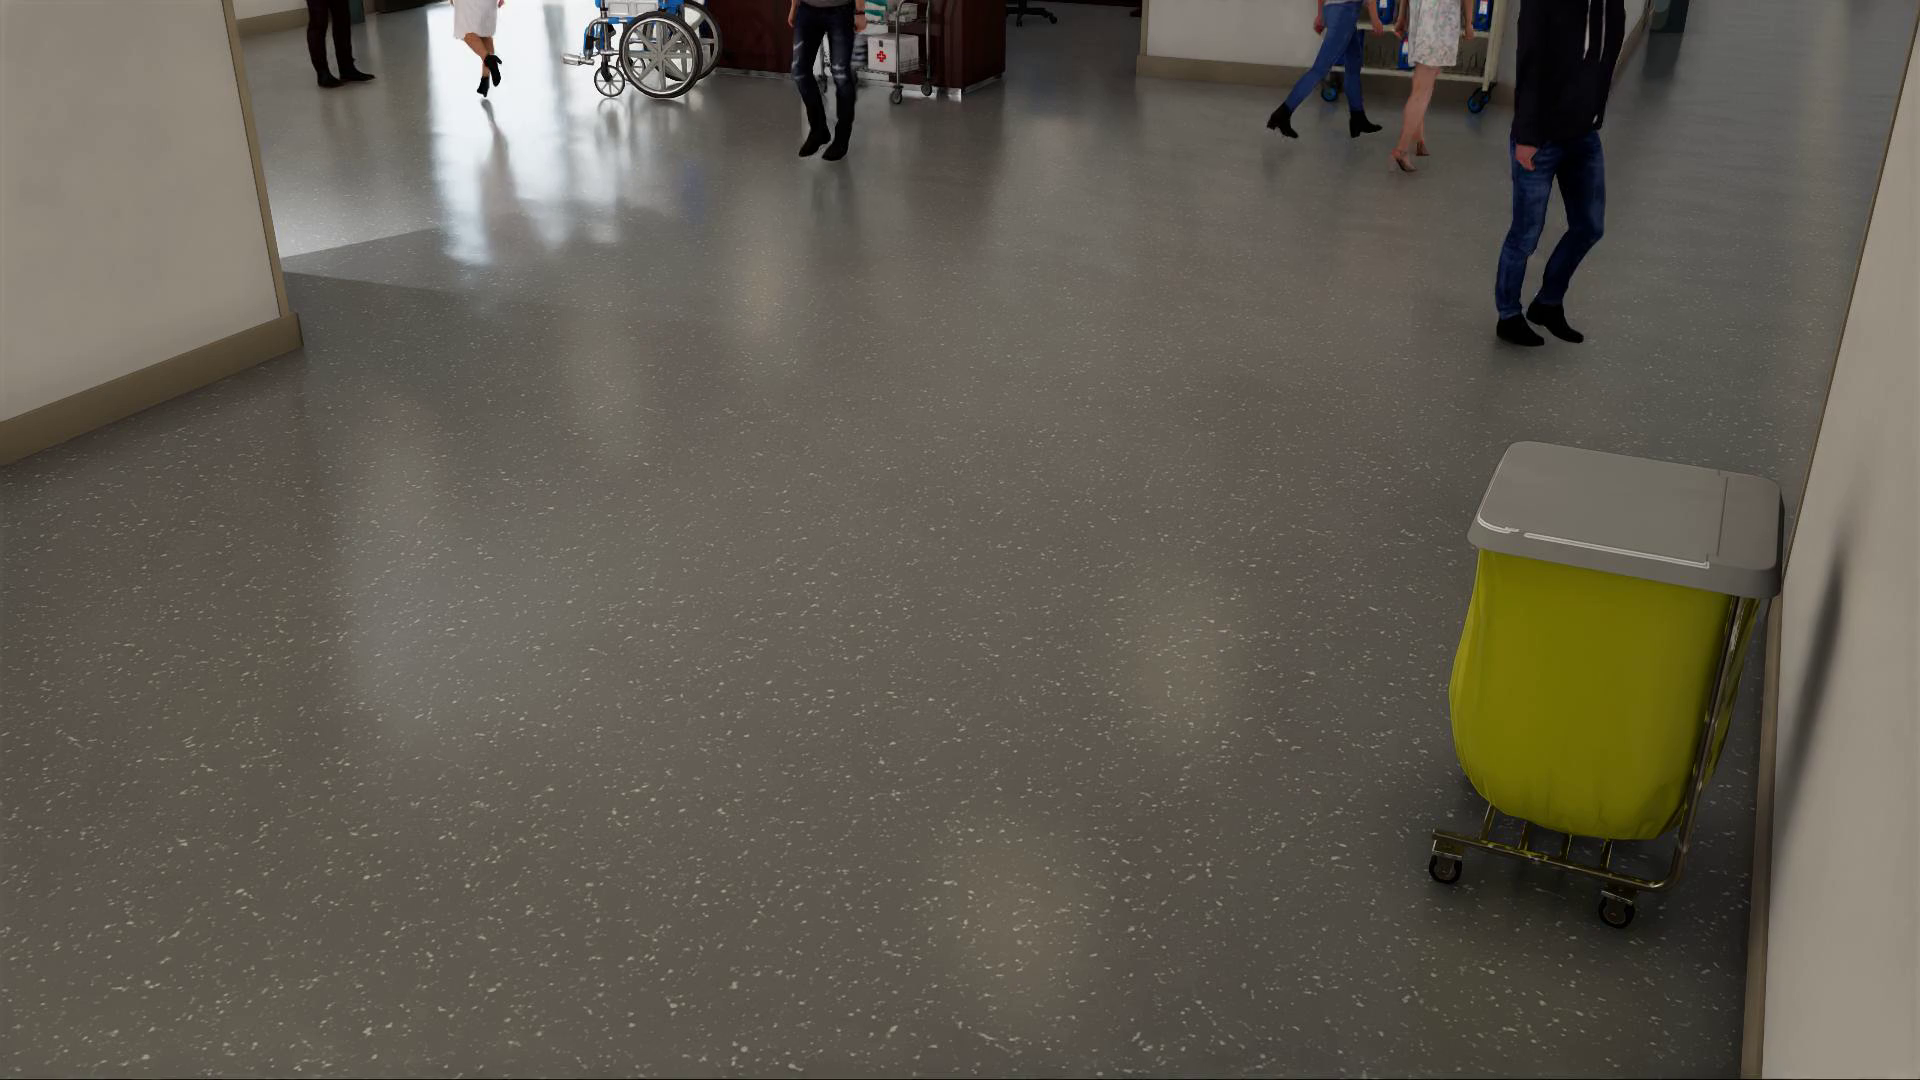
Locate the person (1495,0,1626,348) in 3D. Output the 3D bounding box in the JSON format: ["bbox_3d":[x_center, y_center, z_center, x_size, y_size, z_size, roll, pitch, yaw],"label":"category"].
[{"bbox_3d":[2.511,-1.767,7.194,0.780,1.877,0.848,-8,27,-16],"label":"person"}]

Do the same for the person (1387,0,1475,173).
[{"bbox_3d":[2.806,-3.118,10.133,0.858,1.757,0.821,-15,30,-28],"label":"person"}]

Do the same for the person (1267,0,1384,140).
[{"bbox_3d":[2.411,-3.392,10.893,1.160,1.590,1.025,-5,26,-10],"label":"person"}]

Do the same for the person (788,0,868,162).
[{"bbox_3d":[-0.799,-3.372,10.505,0.581,1.892,0.796,10,27,20],"label":"person"}]

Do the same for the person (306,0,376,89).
[{"bbox_3d":[-4.928,-4.451,12.781,0.572,1.858,0.670,11,28,22],"label":"person"}]

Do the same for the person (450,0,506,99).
[{"bbox_3d":[-3.533,-4.015,12.252,0.826,1.533,0.966,-20,32,-36],"label":"person"}]
